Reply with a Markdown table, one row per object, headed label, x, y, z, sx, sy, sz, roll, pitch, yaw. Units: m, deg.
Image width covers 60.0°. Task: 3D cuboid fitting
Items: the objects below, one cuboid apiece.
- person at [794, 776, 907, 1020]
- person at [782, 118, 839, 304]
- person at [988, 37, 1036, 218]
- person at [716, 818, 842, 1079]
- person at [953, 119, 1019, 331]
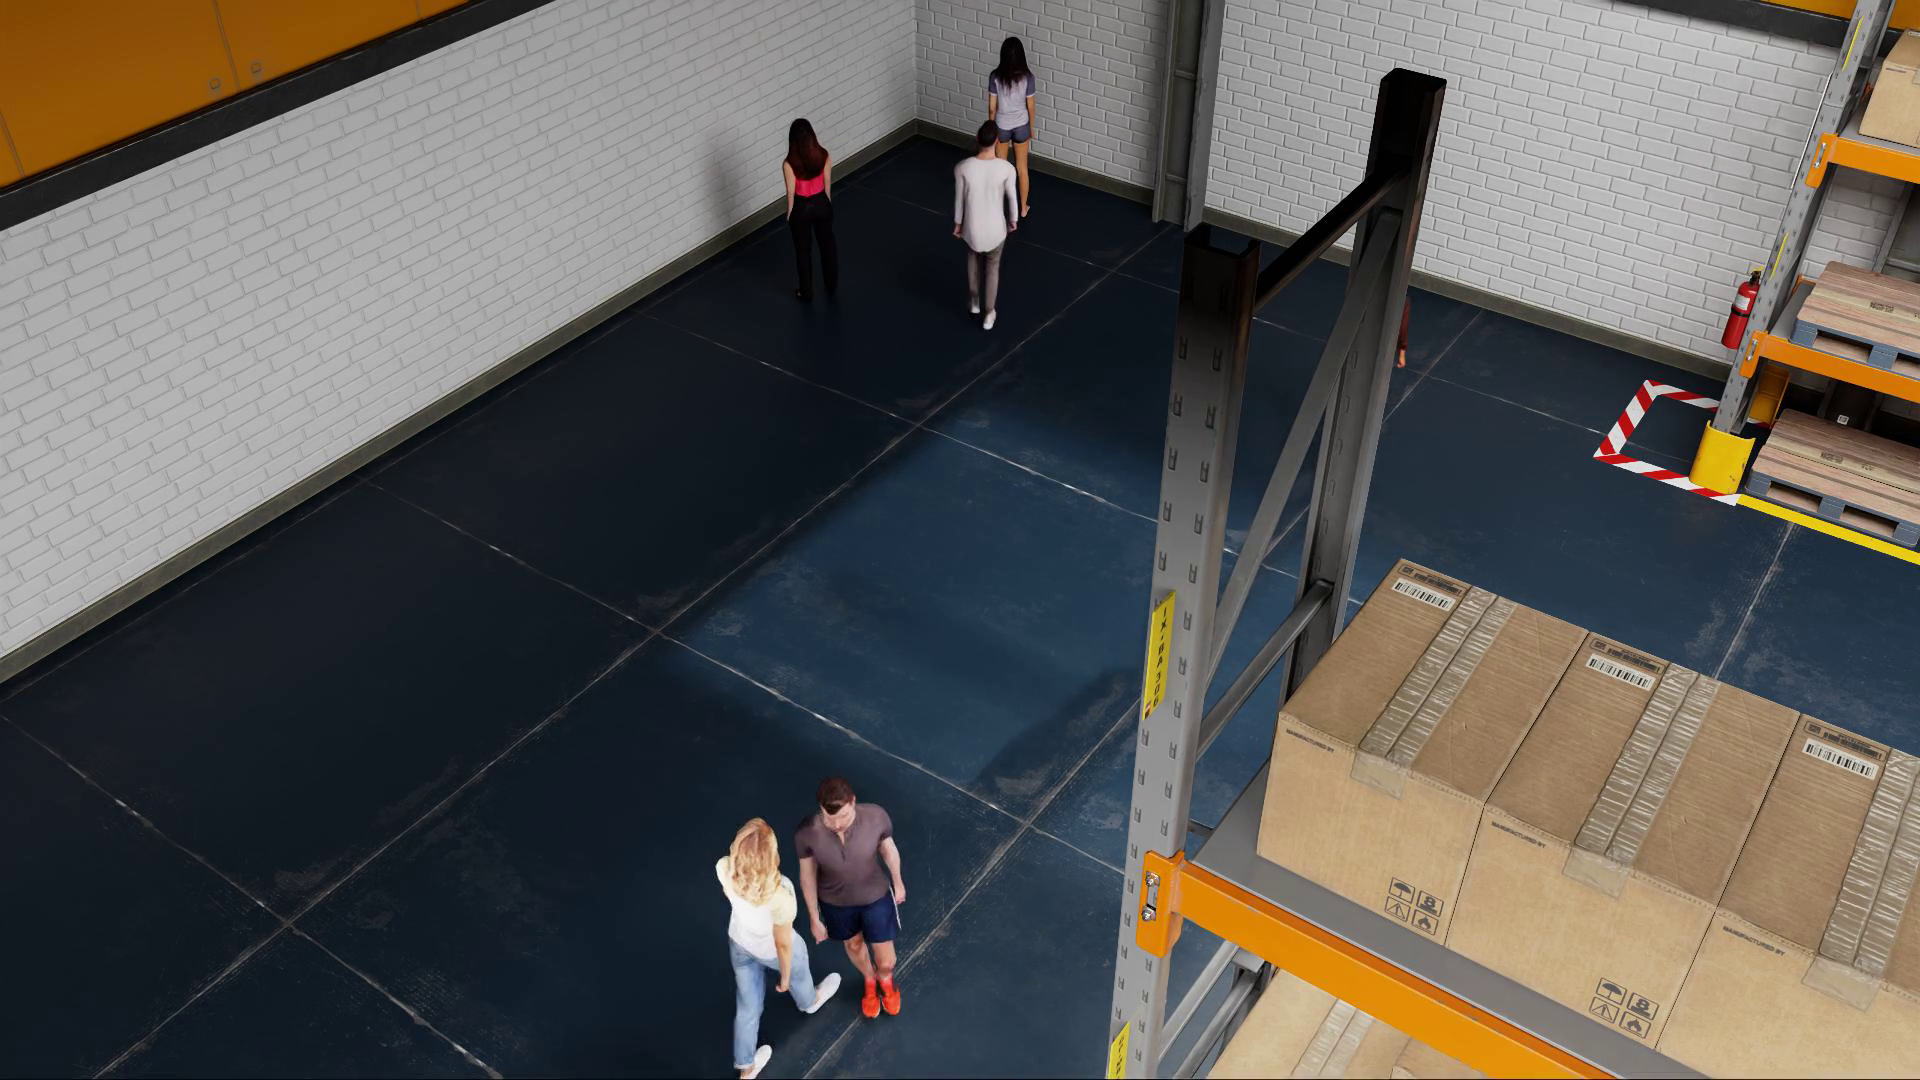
| label | x | y | z | sx | sy | sz | roll | pitch | yaw |
| --- | --- | --- | --- | --- | --- | --- | --- | --- | --- |
| person | -0.537 | 1.721 | 8.412 | 0.790 | 1.831 | 0.865 | -5 | 39 | -6 |
| person | -1.281 | -2.822 | 14.238 | 0.670 | 1.660 | 0.677 | -17 | 42 | -20 |
| person | 0.468 | -3.821 | 15.430 | 0.623 | 1.733 | 0.712 | -2 | 39 | -2 |
| person | -1.014 | 2.042 | 8.126 | 0.977 | 1.685 | 0.748 | 19 | 42 | 23 |
| person | 0.198 | -2.573 | 13.794 | 0.807 | 1.825 | 0.893 | 3 | 39 | 4 |
